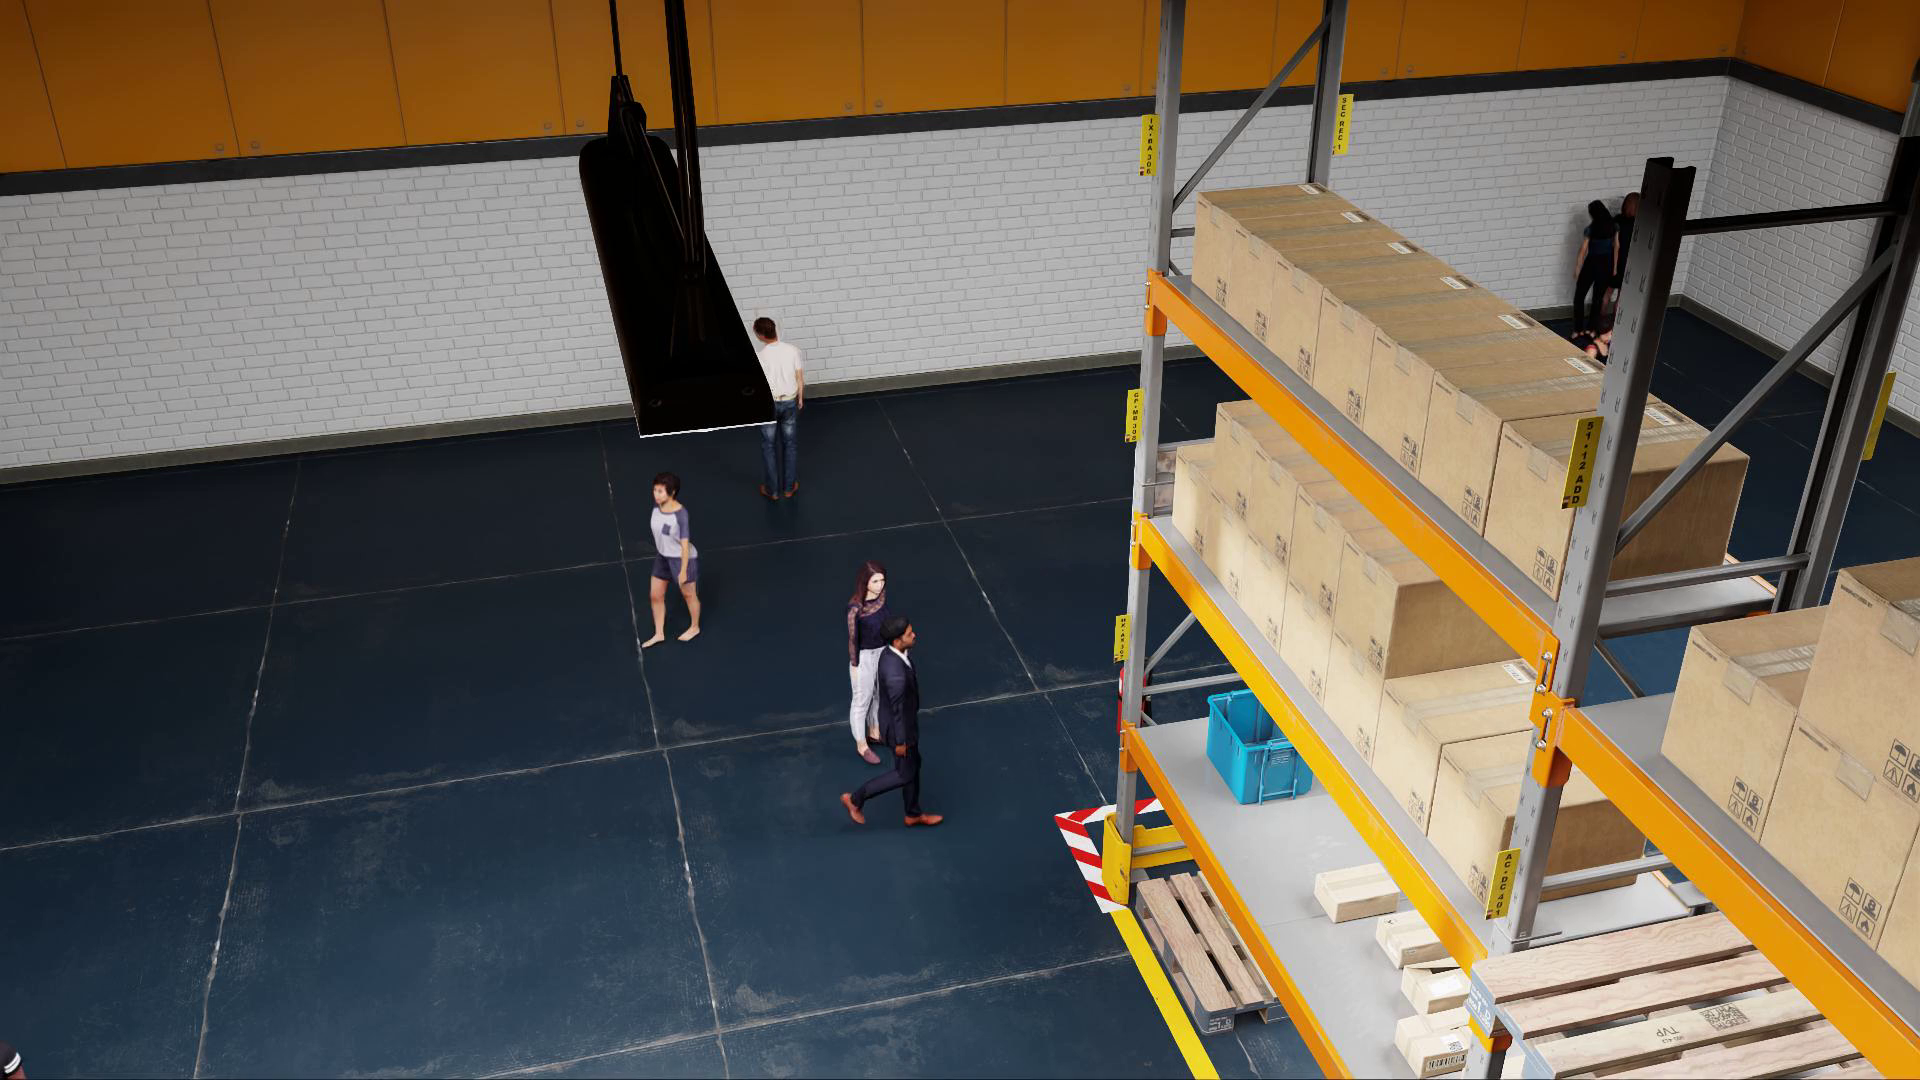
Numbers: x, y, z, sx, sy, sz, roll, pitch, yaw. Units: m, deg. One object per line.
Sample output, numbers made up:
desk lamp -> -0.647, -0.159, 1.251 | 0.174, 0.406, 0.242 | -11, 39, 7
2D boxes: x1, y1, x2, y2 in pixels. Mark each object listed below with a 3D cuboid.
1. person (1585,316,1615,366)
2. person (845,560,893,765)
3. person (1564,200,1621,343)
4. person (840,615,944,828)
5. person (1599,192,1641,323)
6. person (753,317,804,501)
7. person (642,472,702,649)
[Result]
person -> 6.262, -1.558, 16.681 | 0.741, 1.525, 0.704 | 16, 33, 27
person -> -0.643, 0.869, 12.146 | 0.733, 1.608, 0.673 | 16, 32, 26
person -> 7.449, -3.114, 19.352 | 0.712, 1.699, 0.668 | 9, 30, 16
person -> -0.491, 1.267, 11.308 | 0.813, 1.711, 0.936 | -2, 29, -4
person -> 7.809, -3.269, 19.629 | 0.702, 1.706, 0.543 | -18, 33, -29
person -> -1.730, -1.264, 15.816 | 0.698, 1.837, 0.584 | -3, 29, -6
person -> -2.273, 0.121, 13.576 | 0.810, 1.551, 0.852 | 20, 35, 33
